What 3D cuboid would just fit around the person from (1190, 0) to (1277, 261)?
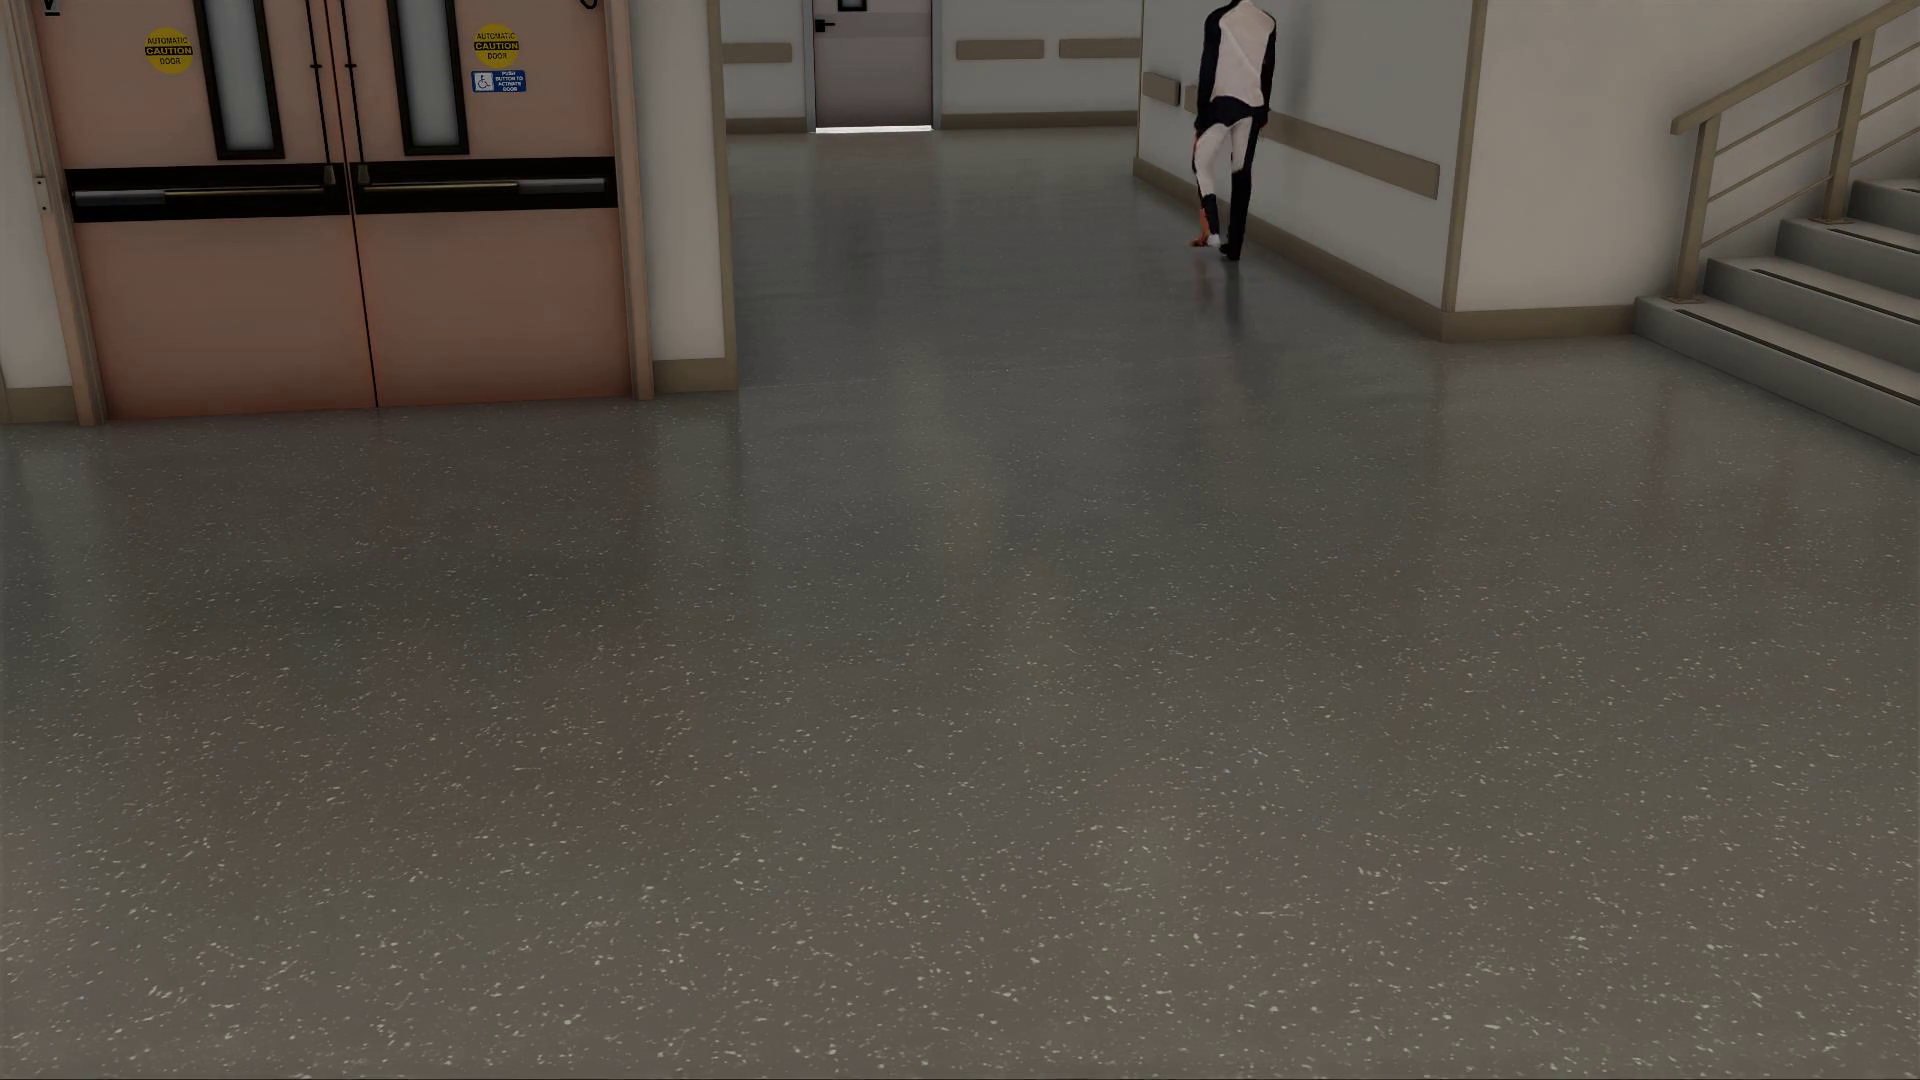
[{"bbox_3d":[1.793,-2.747,10.727,0.596,1.880,0.797,-5,21,-13],"label":"person"}]
